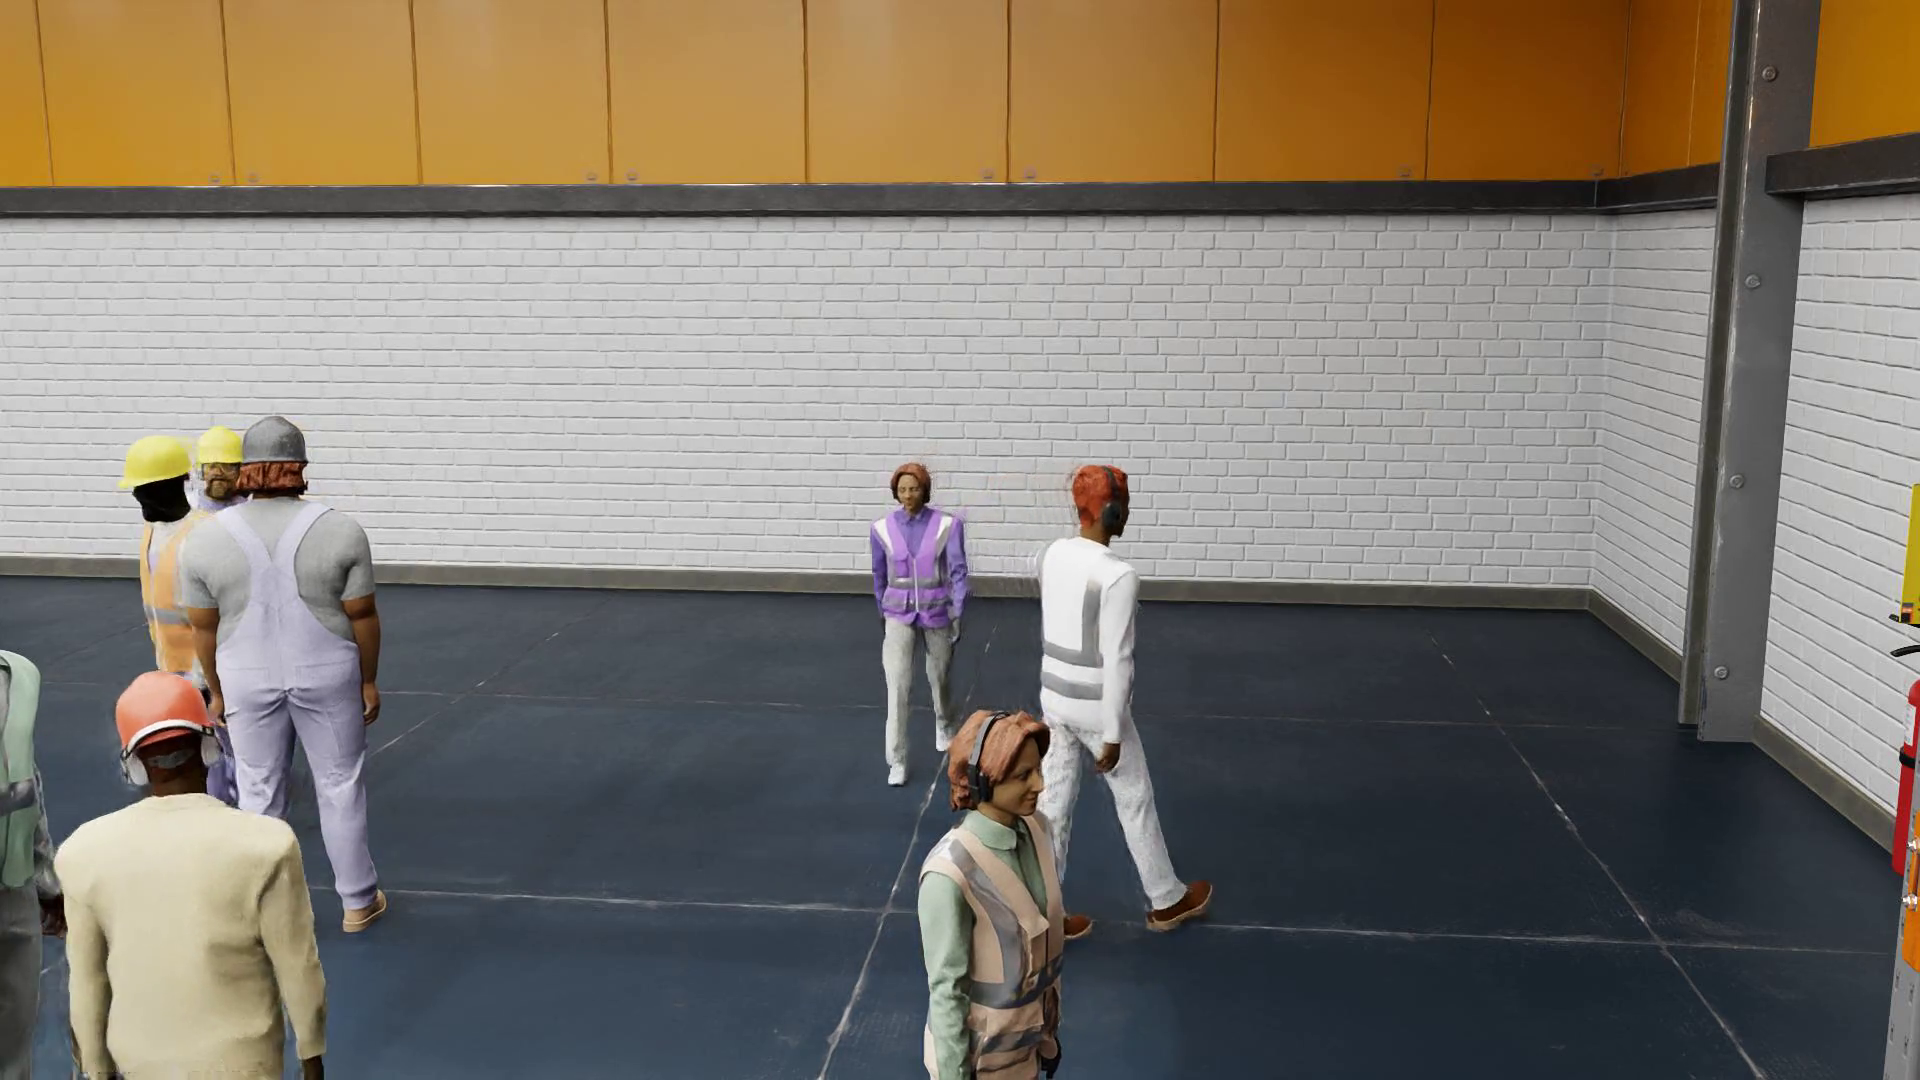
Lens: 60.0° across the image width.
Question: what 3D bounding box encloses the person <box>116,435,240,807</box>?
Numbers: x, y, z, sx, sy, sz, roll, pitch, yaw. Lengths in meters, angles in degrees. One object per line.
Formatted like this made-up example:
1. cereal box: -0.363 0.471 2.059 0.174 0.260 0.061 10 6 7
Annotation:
1. person: -3.206 0.487 7.037 0.596 1.901 0.581 7 12 35

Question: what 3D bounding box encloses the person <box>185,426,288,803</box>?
1. person: -3.441 0.376 7.844 0.590 1.836 0.404 -4 11 -19

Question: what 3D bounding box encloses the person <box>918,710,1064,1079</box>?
1. person: 0.075 1.182 3.792 0.309 1.641 0.514 5 11 26

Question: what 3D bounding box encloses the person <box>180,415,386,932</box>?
1. person: -2.576 0.522 6.424 0.682 2.000 0.538 -2 10 -12

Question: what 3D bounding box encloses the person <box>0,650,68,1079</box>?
1. person: -2.578 0.949 4.337 0.391 1.917 0.593 1 10 7

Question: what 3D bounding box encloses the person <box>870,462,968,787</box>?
1. person: -0.201 0.379 8.514 0.506 1.598 0.868 1 10 4

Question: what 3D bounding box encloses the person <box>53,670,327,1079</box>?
1. person: -1.738 1.160 3.730 0.561 1.711 0.792 1 10 4

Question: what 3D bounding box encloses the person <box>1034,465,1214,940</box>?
1. person: 0.593 0.626 6.389 0.830 1.851 0.587 -7 12 -35
